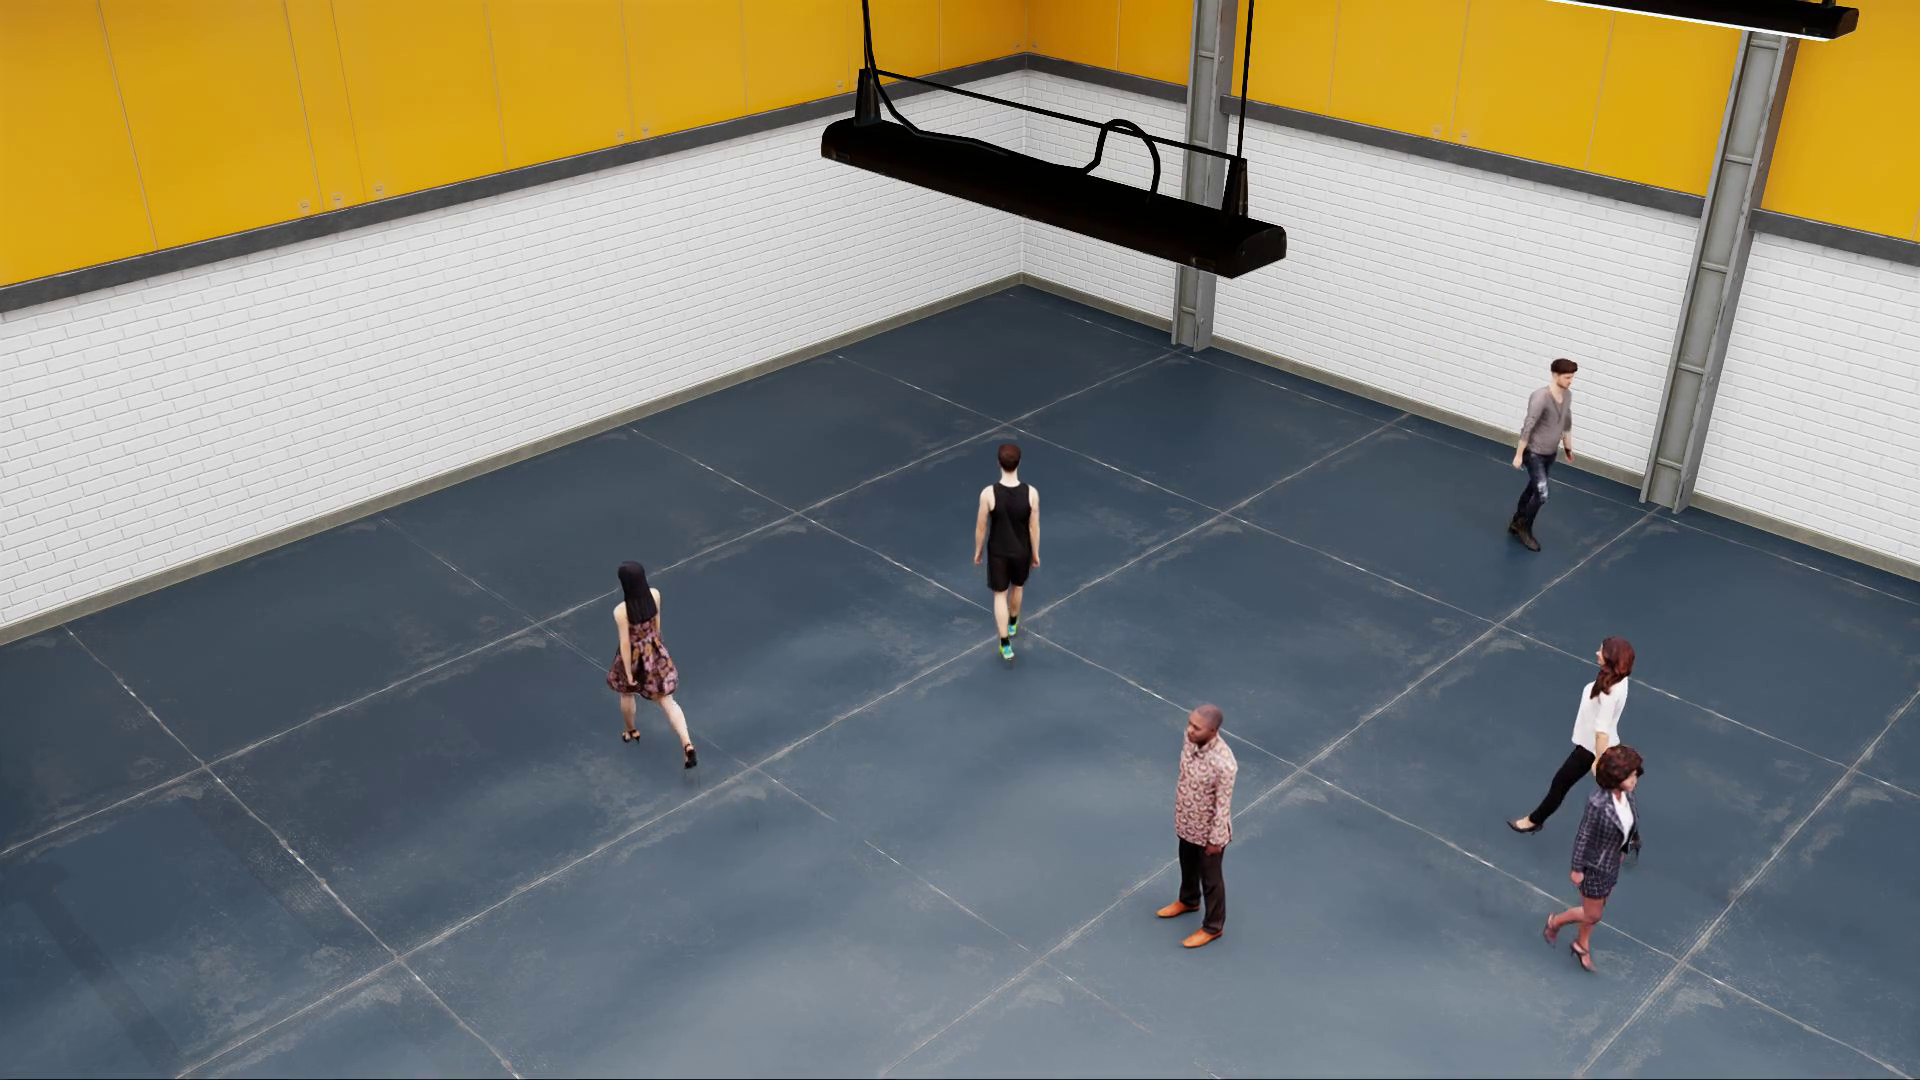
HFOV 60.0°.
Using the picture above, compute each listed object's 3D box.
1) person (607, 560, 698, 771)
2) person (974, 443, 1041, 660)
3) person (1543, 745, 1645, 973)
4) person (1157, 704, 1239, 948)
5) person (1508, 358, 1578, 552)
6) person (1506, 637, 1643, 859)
[{"bbox_3d":[-2.303,0.963,12.454,0.636,1.737,1.147,-24,37,-37],"label":"person"},{"bbox_3d":[0.404,0.126,13.852,1.083,1.867,1.168,-1,29,-2],"label":"person"},{"bbox_3d":[3.997,2.009,10.585,0.681,1.690,0.694,-18,34,-30],"label":"person"},{"bbox_3d":[1.589,1.816,10.823,0.822,1.802,0.662,-12,31,-21],"label":"person"},{"bbox_3d":[5.375,-0.858,15.633,0.759,1.889,0.748,-19,34,-30],"label":"person"},{"bbox_3d":[4.497,1.484,11.493,1.219,1.743,0.864,13,31,23],"label":"person"}]
